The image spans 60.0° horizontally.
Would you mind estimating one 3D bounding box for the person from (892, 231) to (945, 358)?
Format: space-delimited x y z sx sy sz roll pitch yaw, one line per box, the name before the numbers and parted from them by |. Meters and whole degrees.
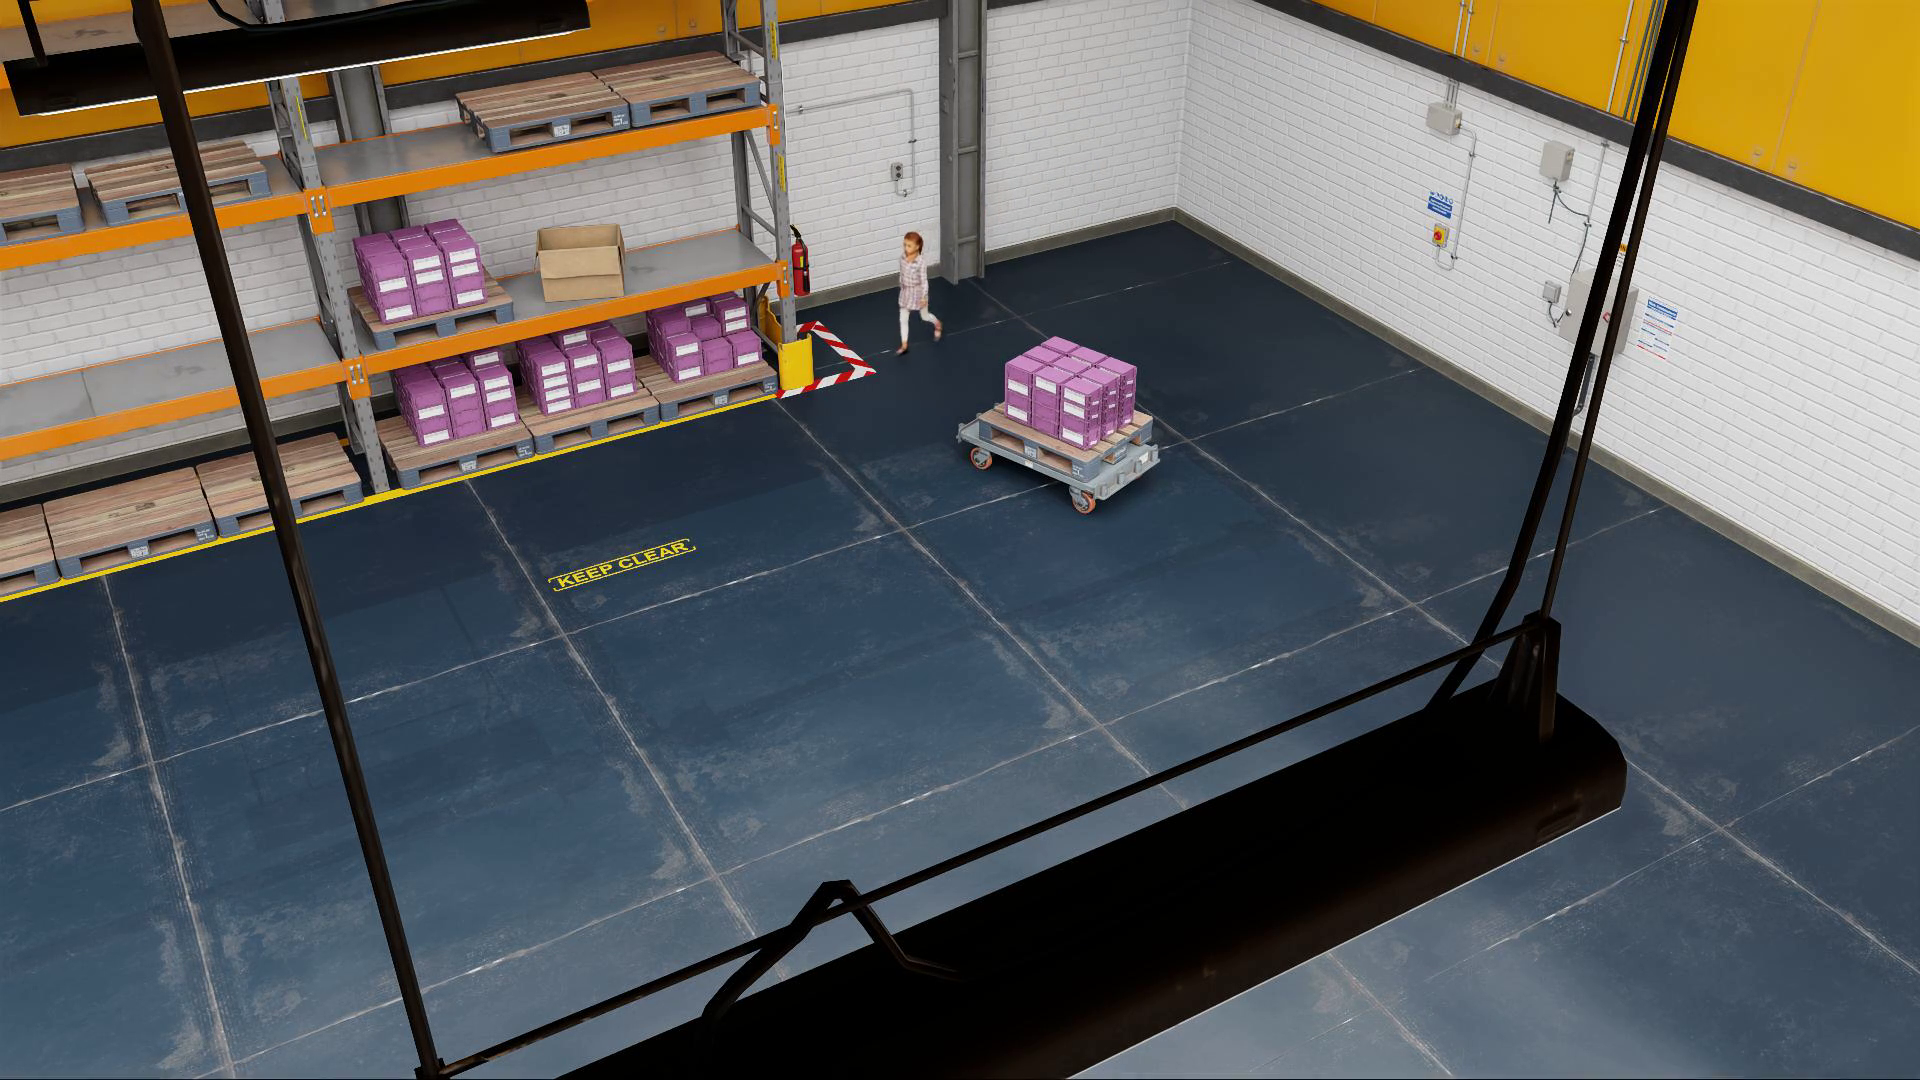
person | -0.409 -2.490 16.620 0.737 1.288 0.994 24 40 32
